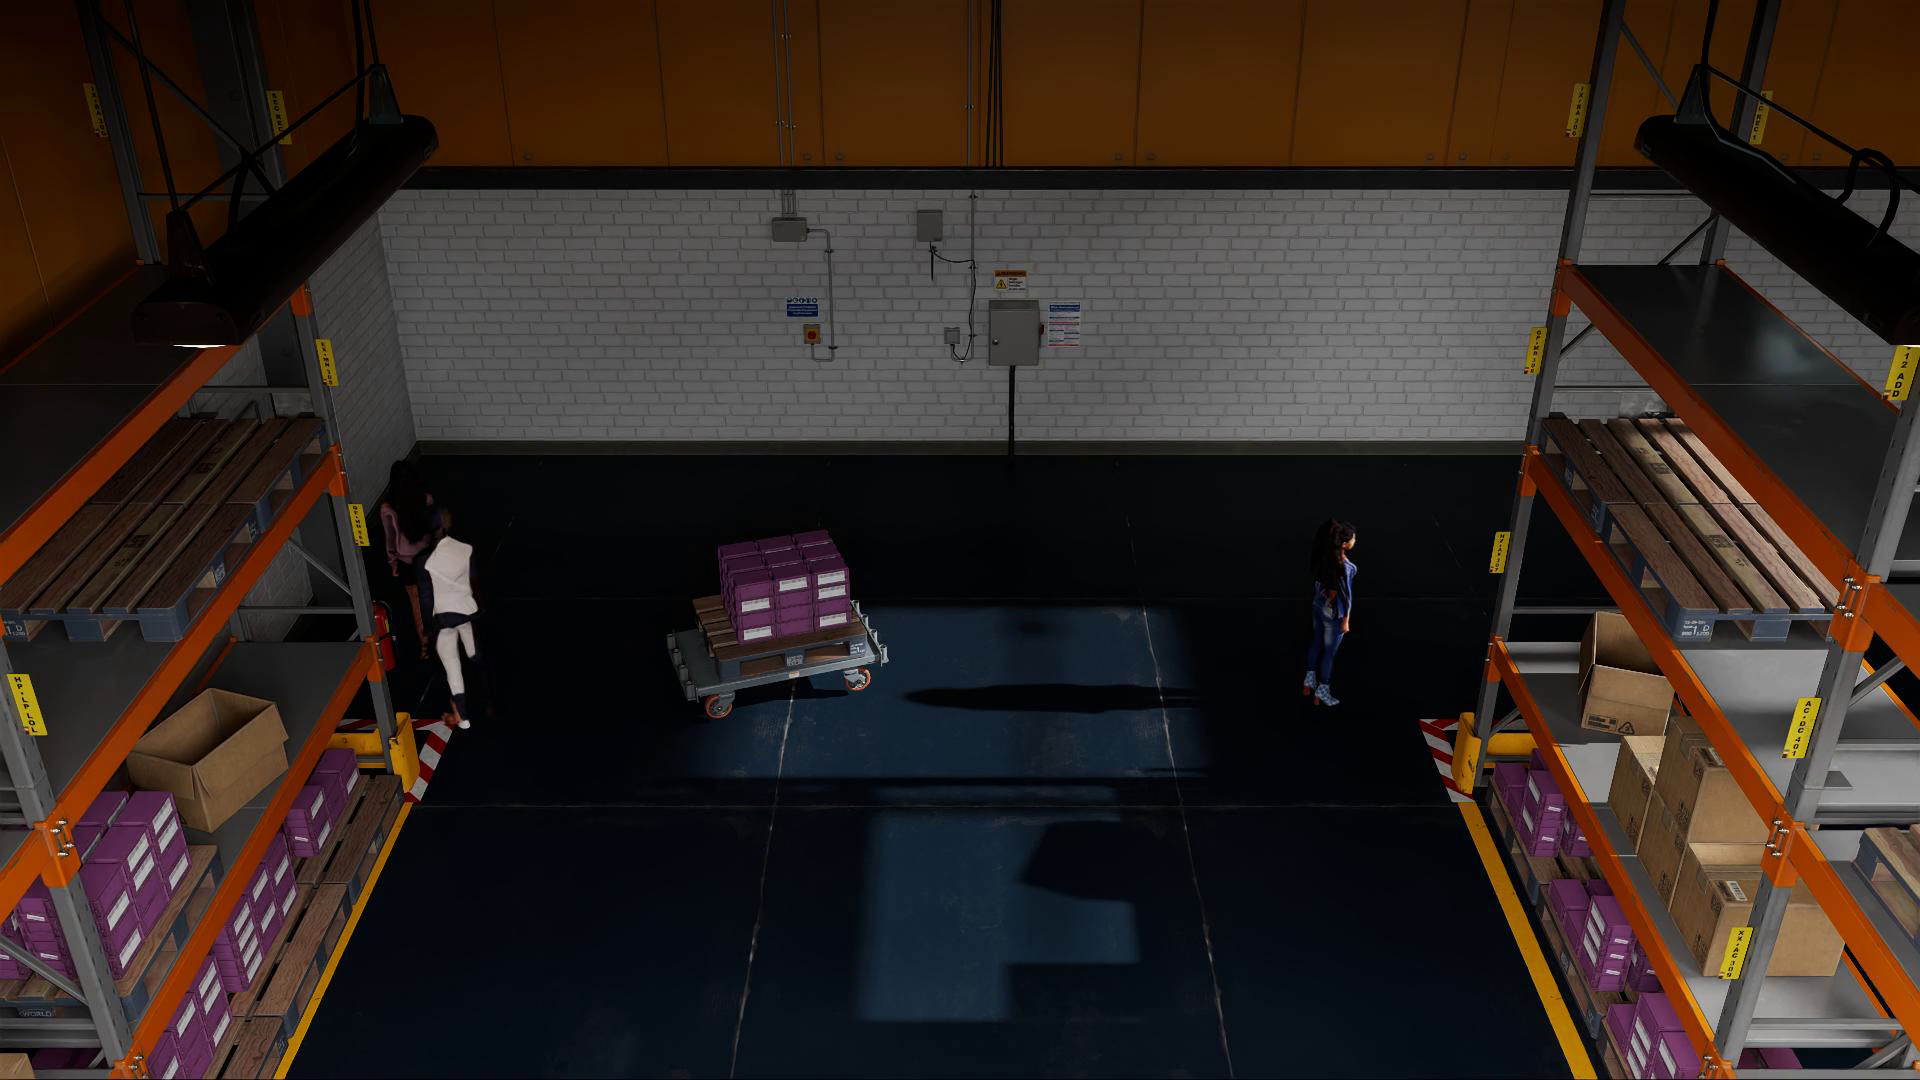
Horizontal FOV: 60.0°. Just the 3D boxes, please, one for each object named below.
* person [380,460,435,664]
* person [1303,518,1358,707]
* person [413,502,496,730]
[{"bbox_3d":[-4.438,0.177,13.628,0.704,1.811,0.718,-18,33,-29],"label":"person"},{"bbox_3d":[2.923,0.559,13.128,0.739,1.619,0.591,-9,30,-15],"label":"person"},{"bbox_3d":[-3.902,0.577,12.810,0.764,1.892,0.822,-25,37,-38],"label":"person"}]
